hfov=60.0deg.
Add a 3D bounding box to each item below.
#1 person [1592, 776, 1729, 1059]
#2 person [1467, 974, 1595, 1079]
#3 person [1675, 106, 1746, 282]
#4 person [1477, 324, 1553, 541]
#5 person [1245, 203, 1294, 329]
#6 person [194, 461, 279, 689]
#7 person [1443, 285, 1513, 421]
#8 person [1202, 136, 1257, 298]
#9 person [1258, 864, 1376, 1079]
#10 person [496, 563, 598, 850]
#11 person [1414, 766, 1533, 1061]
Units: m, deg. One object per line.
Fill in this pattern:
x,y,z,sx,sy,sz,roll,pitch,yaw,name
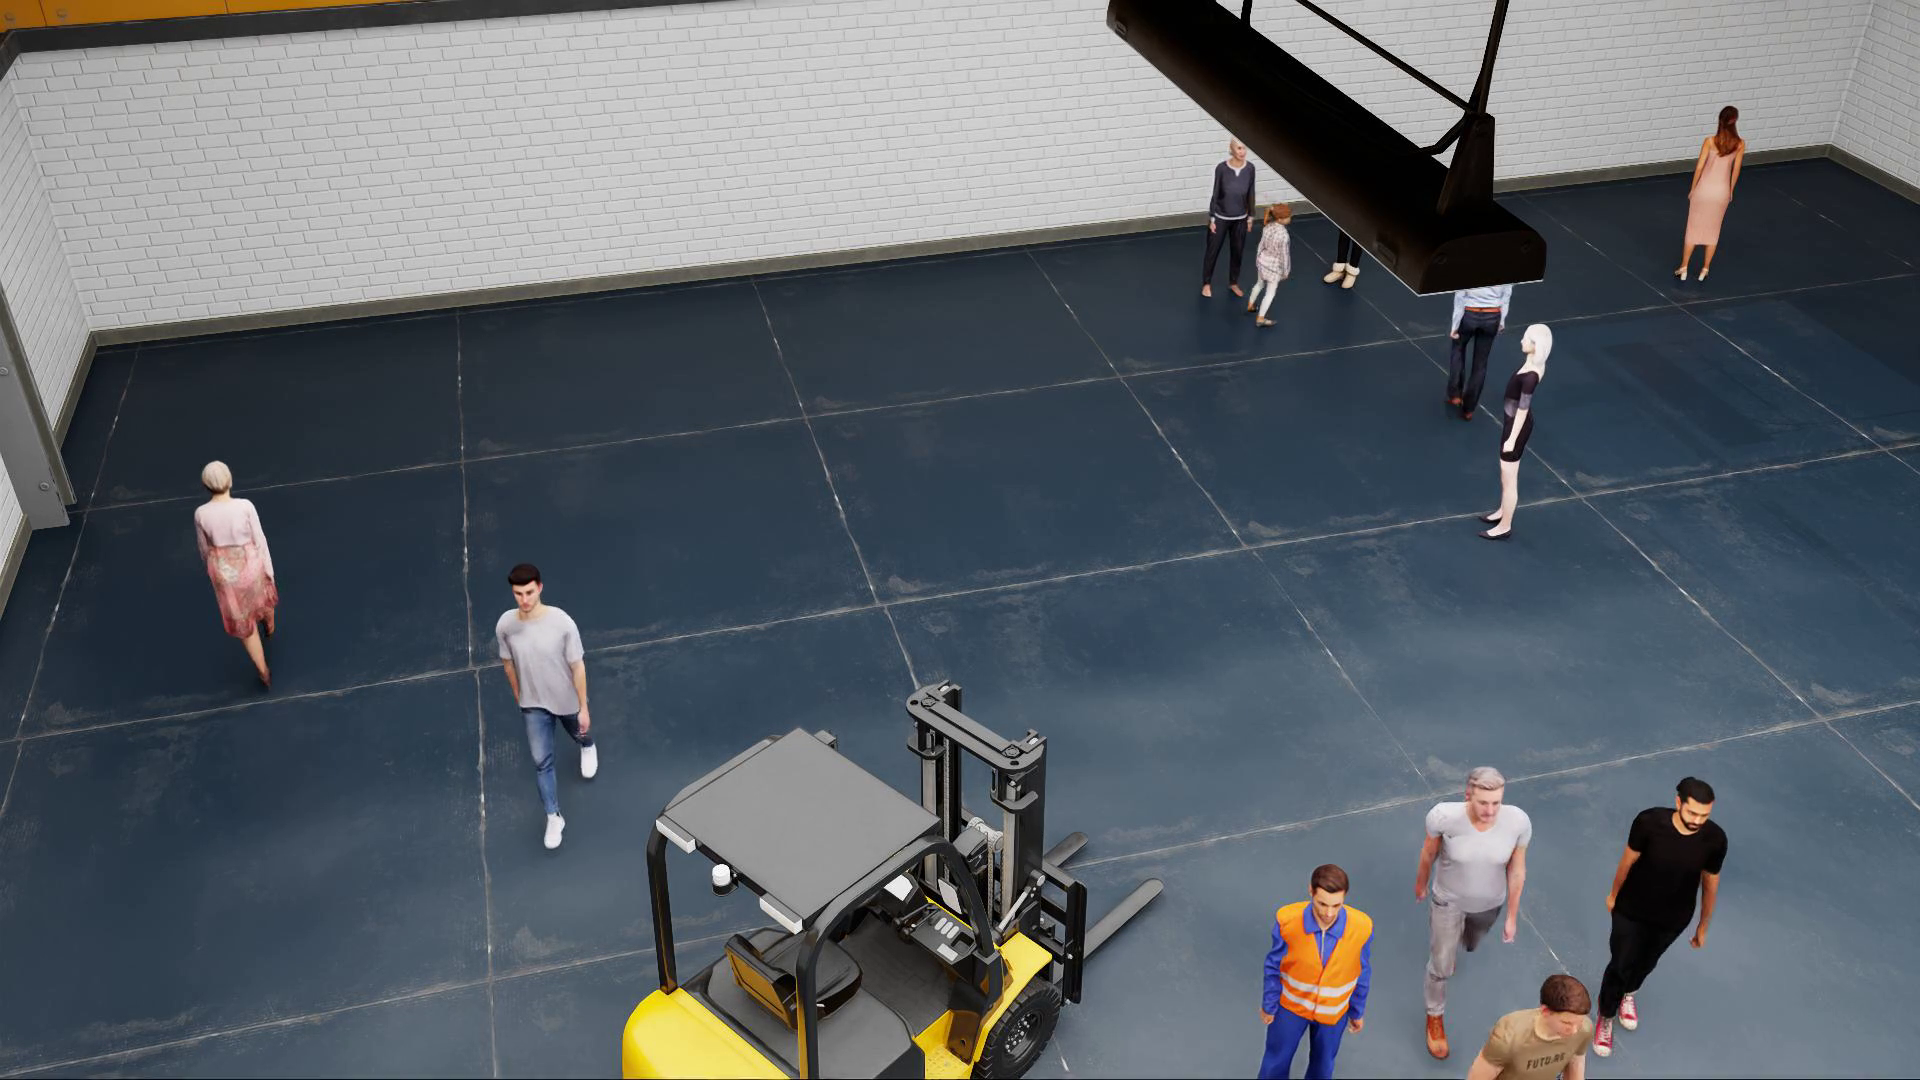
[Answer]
3.711,1.899,8.895,0.830,1.746,0.921,7,34,10,person
2.539,2.575,7.822,0.722,1.809,1.097,-11,35,-15,person
7.673,-3.528,16.983,0.656,1.831,0.667,8,34,12,person
4.340,-0.843,12.944,0.696,1.831,0.601,11,35,16,person
2.992,-2.674,16.187,0.742,1.290,0.540,-26,42,-34,person
-4.943,0.277,11.422,0.730,1.650,1.088,-16,37,-22,person
4.534,-1.854,14.517,0.763,1.773,0.785,6,34,10,person
2.705,-3.265,16.687,0.661,1.720,0.616,-2,34,-3,person
1.739,2.280,8.216,0.747,1.863,0.717,2,34,2,person
-2.503,0.902,10.298,0.833,1.854,1.243,-2,34,-4,person
2.705,1.852,8.920,0.929,1.796,1.245,2,34,3,person
